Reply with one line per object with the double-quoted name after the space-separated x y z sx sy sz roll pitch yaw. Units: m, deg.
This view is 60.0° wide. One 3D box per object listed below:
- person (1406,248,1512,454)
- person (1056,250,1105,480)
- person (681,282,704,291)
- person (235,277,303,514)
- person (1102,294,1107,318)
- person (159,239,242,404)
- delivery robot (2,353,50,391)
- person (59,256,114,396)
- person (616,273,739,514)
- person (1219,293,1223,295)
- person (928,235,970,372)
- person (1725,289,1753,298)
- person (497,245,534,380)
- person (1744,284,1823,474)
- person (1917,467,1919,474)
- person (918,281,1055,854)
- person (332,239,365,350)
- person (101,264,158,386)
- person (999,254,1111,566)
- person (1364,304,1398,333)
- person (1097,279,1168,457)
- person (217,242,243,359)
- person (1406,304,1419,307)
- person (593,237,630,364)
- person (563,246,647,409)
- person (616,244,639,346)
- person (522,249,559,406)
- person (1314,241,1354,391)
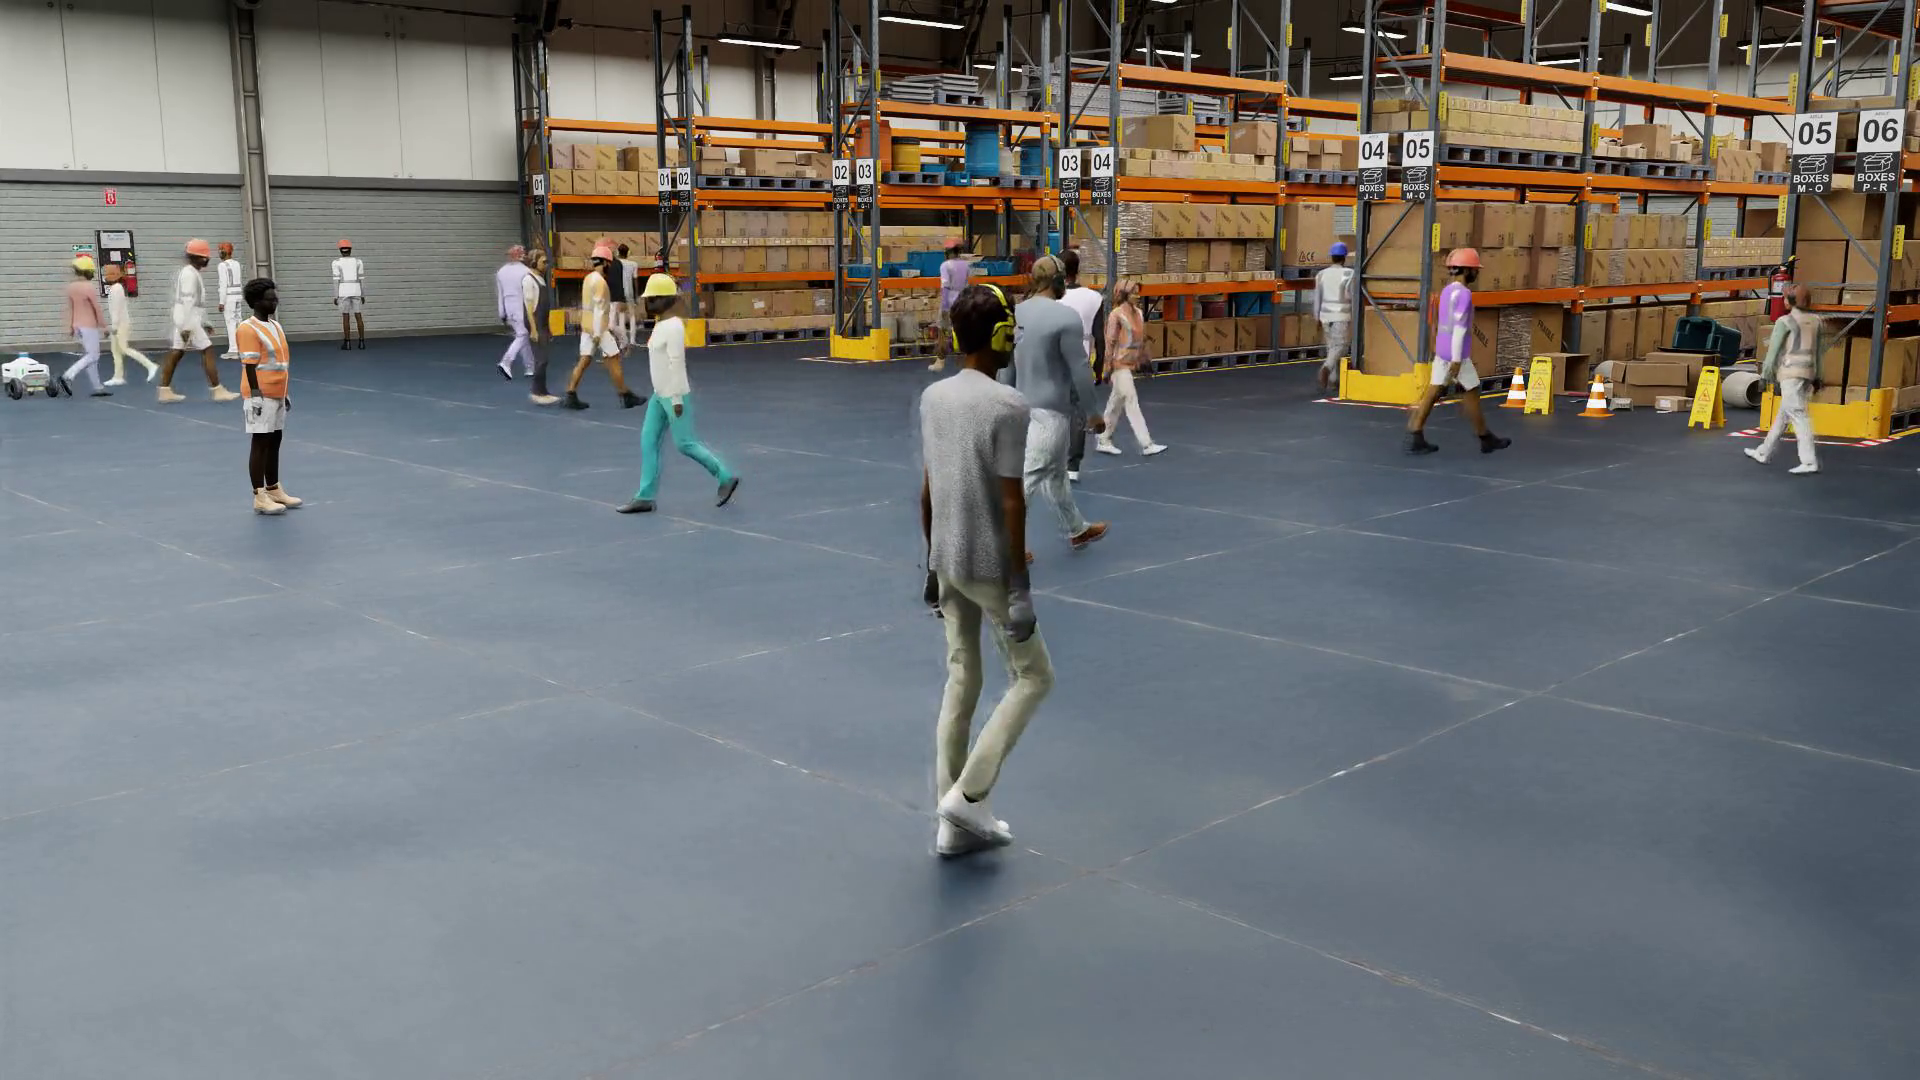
4.597 -1.734 15.315 0.984 1.883 0.565 -1 10 -5 "person"
0.903 -1.474 13.926 0.617 1.864 0.978 0 10 -2 "person"
-5.199 -4.802 32.205 0.444 1.831 0.561 -9 14 -41 "person"
-5.045 -1.055 12.113 0.318 1.699 0.535 0 10 1 "person"
3.147 -5.504 35.836 1.006 1.889 0.656 -10 14 -43 "person"
-9.204 -2.607 19.919 0.941 1.966 0.643 -5 11 -25 "person"
-11.672 -2.096 20.773 0.707 0.478 0.477 9 14 41 "delivery robot"
-10.891 -2.636 20.609 0.516 1.746 0.703 6 12 31 "person"
-2.074 -1.070 12.118 0.841 1.740 0.534 -5 12 -27 "person"
6.344 -6.300 40.051 0.617 1.950 0.626 7 12 32 "person"
-0.044 -3.450 24.354 0.992 2.007 0.621 9 14 41 "person"
14.642 -4.630 31.329 0.926 1.805 0.620 -8 13 -37 "person"
-6.223 -3.214 23.428 0.654 1.872 0.931 6 12 30 "person"
7.053 -1.376 14.166 0.534 1.591 0.869 -5 12 -26 "person"
8.167 -1.292 13.365 0.871 1.701 0.503 -5 12 -25 "person"
0.073 0.106 5.362 0.422 1.853 0.550 -9 14 -40 "person"
-10.809 -4.342 29.414 0.542 1.928 0.374 -7 13 -35 "person"
-11.218 -2.896 22.375 0.653 1.614 0.520 -5 11 -24 "person"
0.561 -0.802 10.244 1.035 1.886 0.639 -7 12 -32 "person"
6.048 -3.350 24.112 0.596 1.898 0.924 5 12 26 "person"
1.582 -1.546 15.063 0.846 1.600 0.520 6 12 31 "person"
-11.937 -3.915 27.203 0.355 1.884 0.575 1 10 6 "person"
7.197 -3.708 26.192 0.429 1.844 0.623 5 11 25 "person"
-5.533 -3.772 26.164 0.638 1.974 0.485 7 12 32 "person"
-4.188 -2.454 19.280 0.957 1.875 0.543 -7 13 -35 "person"
-6.025 -4.360 29.757 0.516 1.848 0.671 -3 11 -17 "person"
-4.993 -2.538 19.821 0.383 1.847 0.531 1 10 3 "person"
4.818 -2.873 21.411 0.768 1.926 0.617 -10 14 -43 "person"
